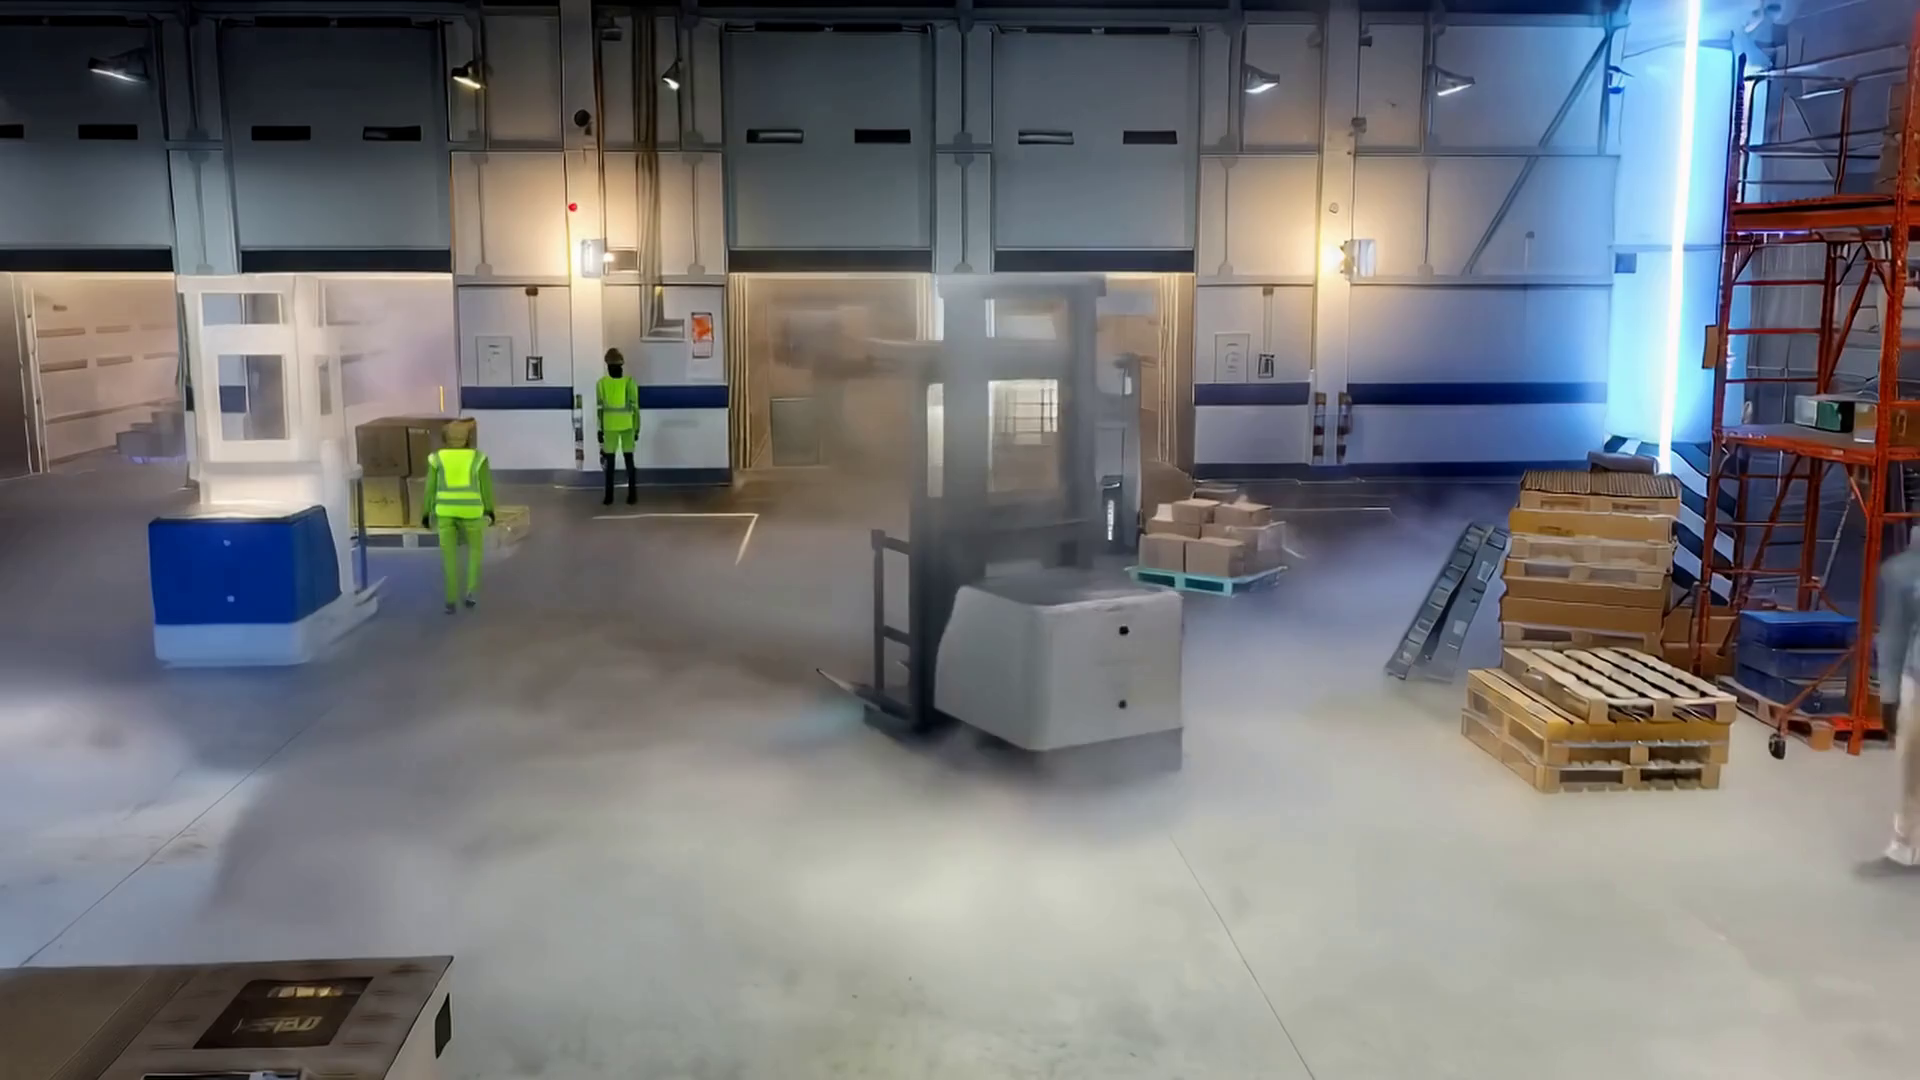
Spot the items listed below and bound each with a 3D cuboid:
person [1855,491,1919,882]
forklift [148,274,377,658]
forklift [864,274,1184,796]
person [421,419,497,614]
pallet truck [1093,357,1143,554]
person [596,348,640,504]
[{"bbox_3d":[4.515,0.700,7.479,0.740,1.894,0.365,5,10,28],"label":"person"},{"bbox_3d":[-5.348,-0.627,12.681,1.129,2.768,1.873,-1,9,-4],"label":"forklift"},{"bbox_3d":[0.359,-0.135,9.597,1.129,2.768,1.873,-5,10,-30],"label":"forklift"},{"bbox_3d":[-4.211,-0.207,13.994,0.626,1.609,0.668,-2,9,-11],"label":"person"},{"bbox_3d":[2.088,-0.836,16.757,1.885,1.965,0.823,2,9,13],"label":"pallet truck"},{"bbox_3d":[-4.221,-1.397,20.514,0.546,1.927,0.390,1,9,6],"label":"person"}]
